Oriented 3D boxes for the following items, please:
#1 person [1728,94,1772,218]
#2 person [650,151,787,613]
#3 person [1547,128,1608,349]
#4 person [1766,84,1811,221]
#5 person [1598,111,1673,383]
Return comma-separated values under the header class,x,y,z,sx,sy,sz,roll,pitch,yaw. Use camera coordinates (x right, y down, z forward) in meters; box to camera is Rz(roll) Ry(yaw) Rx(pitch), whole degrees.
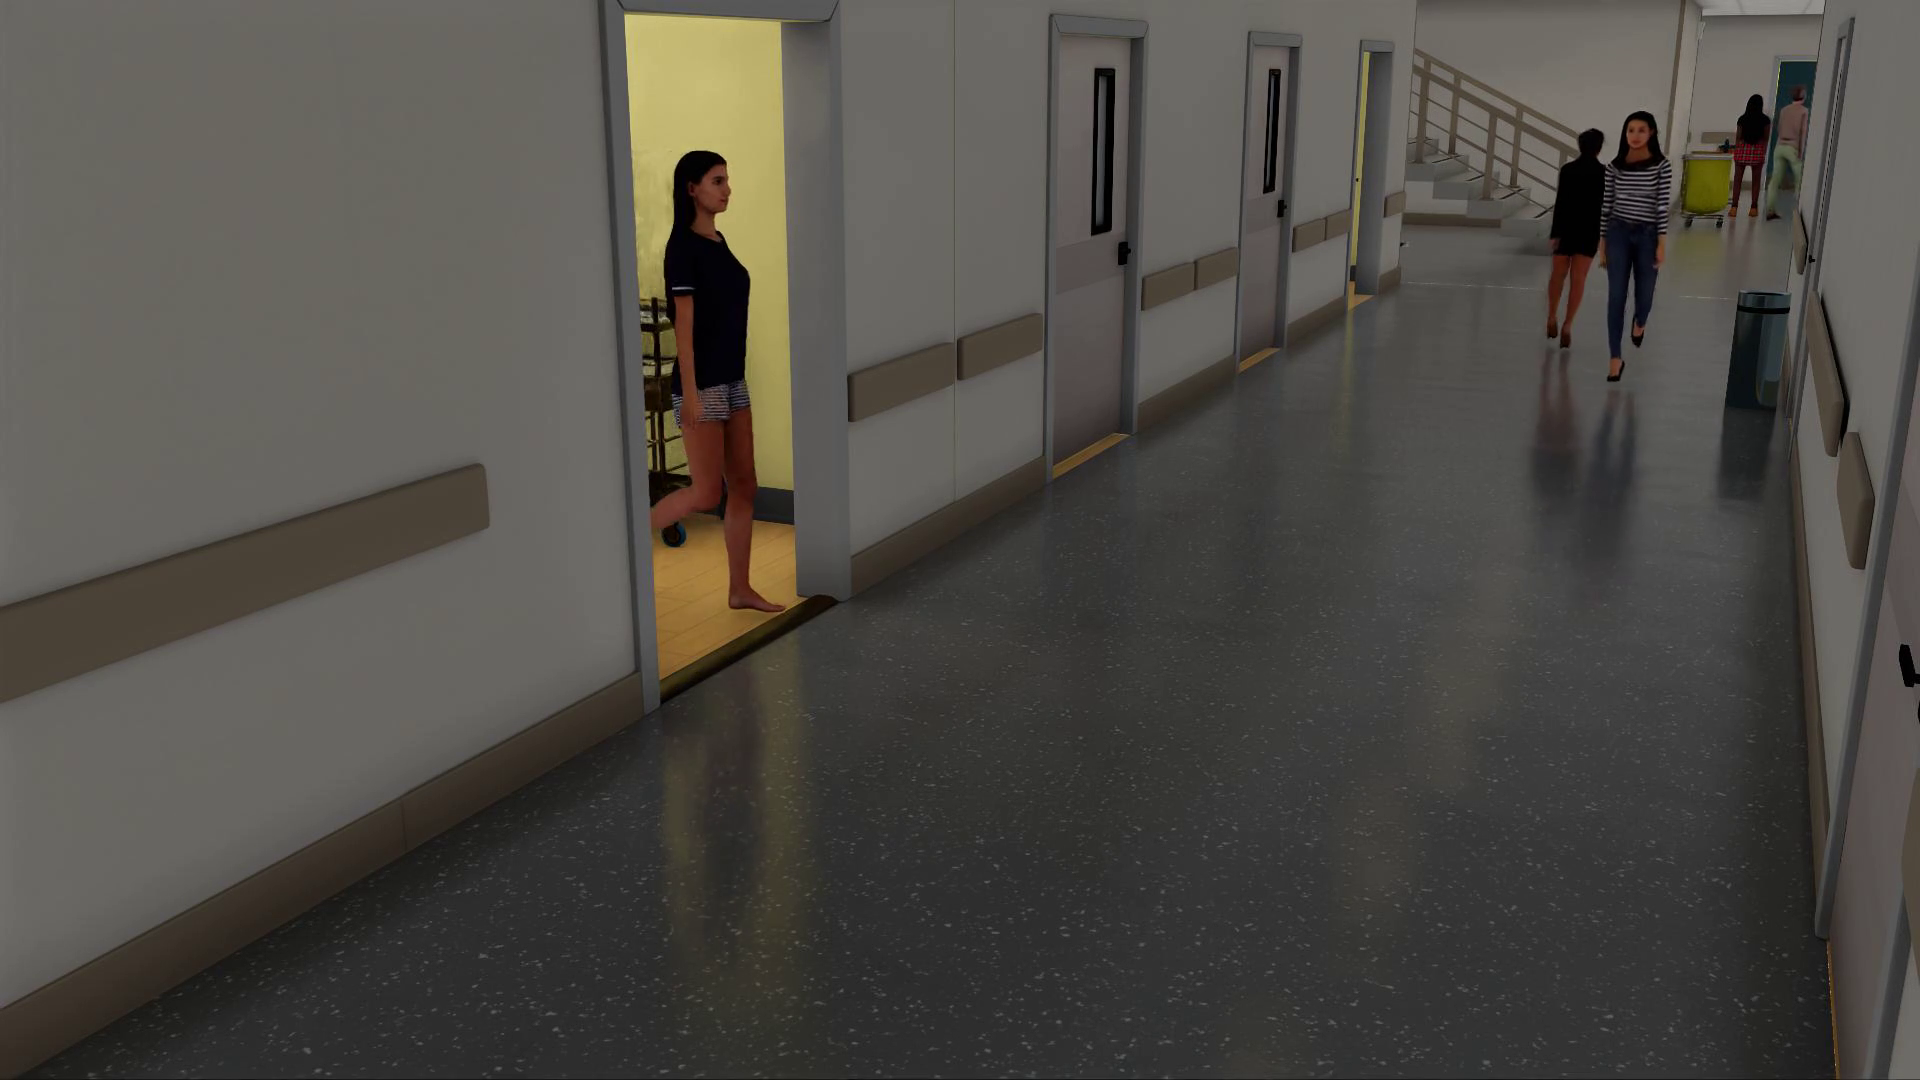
class,x,y,z,sx,sy,sz,roll,pitch,yaw
person,11.452,-5.574,24.110,0.533,1.729,0.665,6,17,20
person,-1.011,-0.561,6.292,0.910,1.749,0.631,5,17,17
person,4.624,-2.227,12.445,0.684,1.616,0.612,8,18,26
person,11.551,-5.390,23.253,1.040,1.841,1.106,-13,20,-38
person,4.555,-1.957,11.210,0.942,1.768,0.707,9,18,29
